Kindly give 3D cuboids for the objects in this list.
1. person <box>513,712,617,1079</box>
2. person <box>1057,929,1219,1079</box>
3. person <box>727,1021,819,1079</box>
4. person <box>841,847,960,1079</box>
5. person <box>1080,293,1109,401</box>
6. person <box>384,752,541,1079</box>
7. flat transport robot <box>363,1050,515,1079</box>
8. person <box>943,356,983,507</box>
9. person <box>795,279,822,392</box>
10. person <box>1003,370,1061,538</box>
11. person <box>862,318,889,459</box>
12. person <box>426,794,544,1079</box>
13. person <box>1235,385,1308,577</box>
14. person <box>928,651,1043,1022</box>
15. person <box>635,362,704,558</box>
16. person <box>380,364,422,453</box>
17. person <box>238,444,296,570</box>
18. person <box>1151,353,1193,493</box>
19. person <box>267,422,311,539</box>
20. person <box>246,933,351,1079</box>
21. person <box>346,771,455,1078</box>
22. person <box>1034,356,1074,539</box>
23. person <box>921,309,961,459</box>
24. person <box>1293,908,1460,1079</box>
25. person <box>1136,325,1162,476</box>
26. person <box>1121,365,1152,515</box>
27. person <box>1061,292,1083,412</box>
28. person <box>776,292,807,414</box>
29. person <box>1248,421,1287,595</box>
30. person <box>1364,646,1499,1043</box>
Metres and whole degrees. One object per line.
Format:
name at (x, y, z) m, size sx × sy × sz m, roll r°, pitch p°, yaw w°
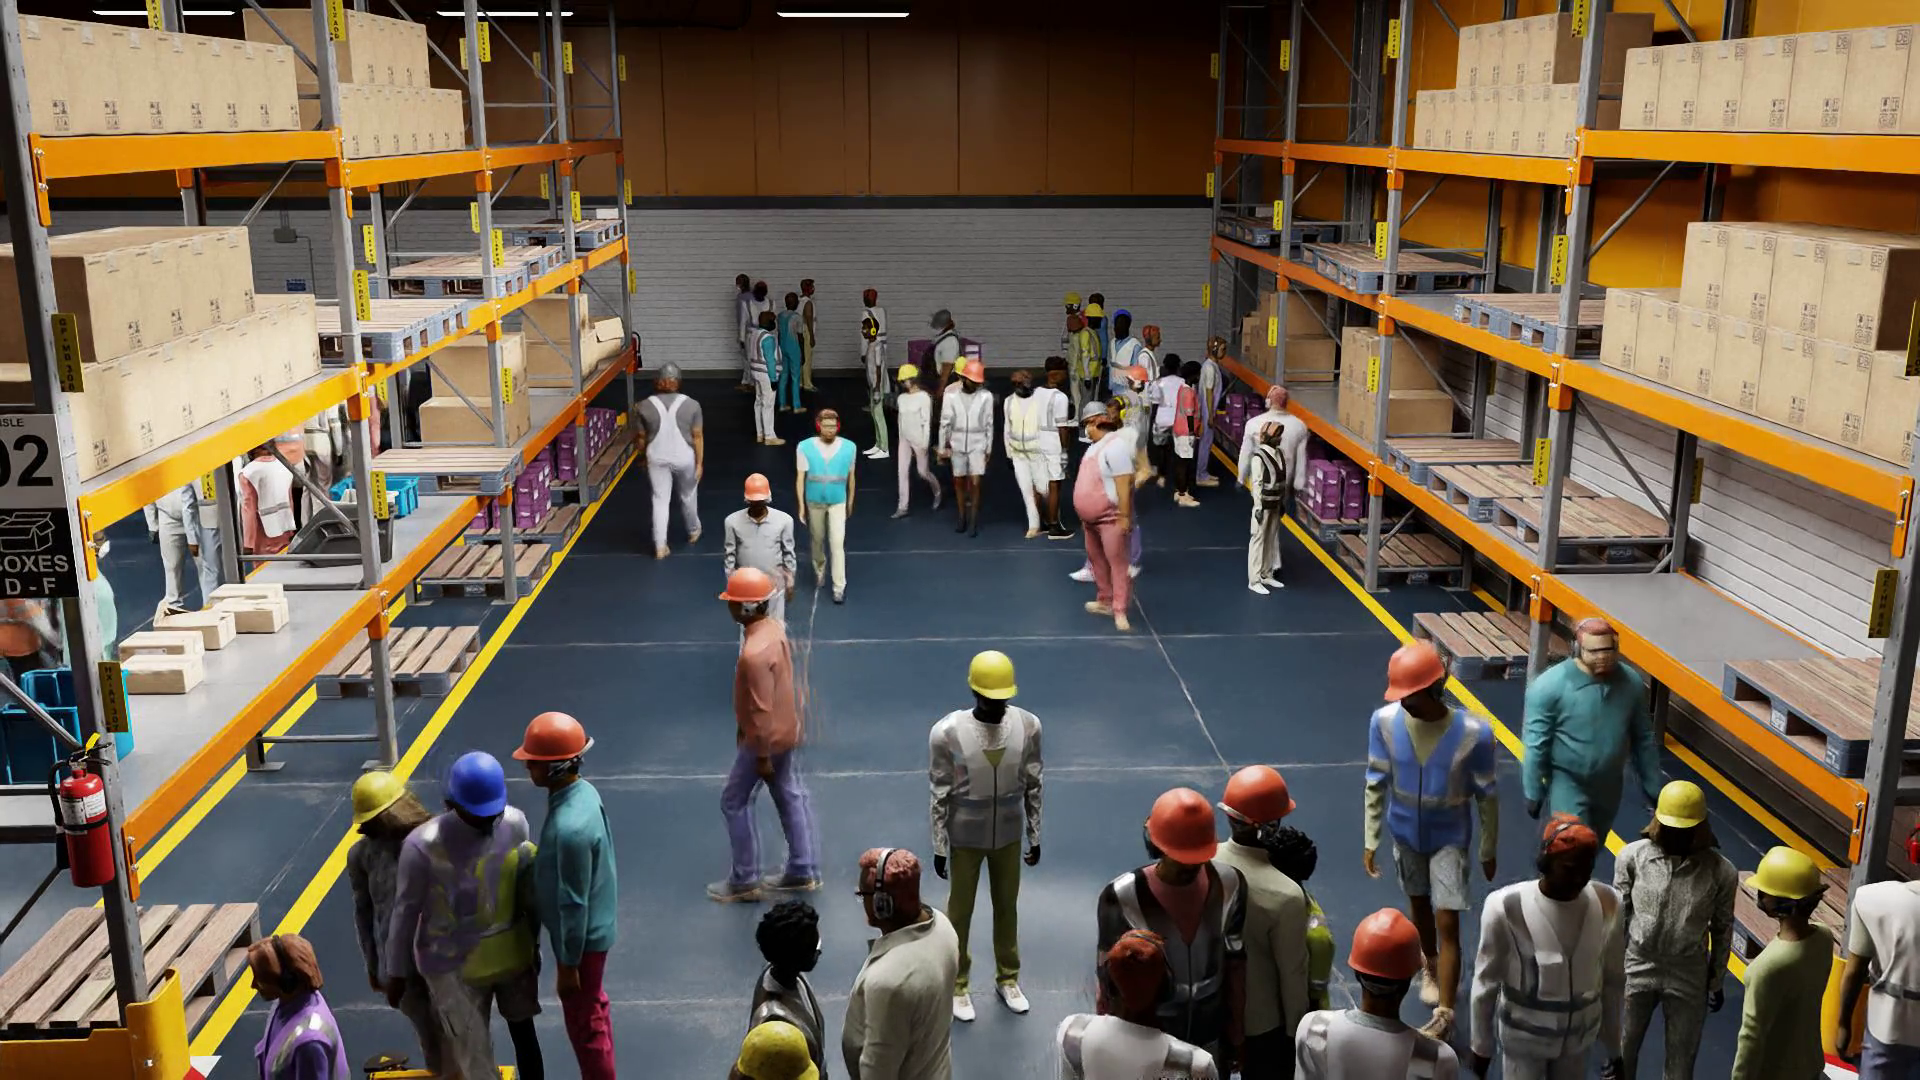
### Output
person at (-1.677, 1.693, 7.195) m, size 0.397 × 1.989 × 0.619 m, roll -3°, pitch 15°, yaw -12°
person at (0.611, 2.169, 5.541) m, size 0.595 × 1.873 × 0.417 m, roll 11°, pitch 18°, yaw 37°
person at (-0.582, 2.311, 5.260) m, size 0.320 × 1.738 × 0.483 m, roll 9°, pitch 17°, yaw 32°
person at (-0.229, 2.021, 6.087) m, size 0.401 × 1.894 × 0.656 m, roll 4°, pitch 15°, yaw 16°
person at (2.020, -2.827, 25.251) m, size 0.431 × 1.834 × 0.626 m, roll -9°, pitch 17°, yaw -33°
person at (-2.054, 1.779, 7.076) m, size 1.030 × 1.865 × 0.654 m, roll 10°, pitch 17°, yaw 35°
flat transport robot at (-2.336, 2.608, 7.011) m, size 0.652 × 0.197 × 1.431 m, roll -1°, pitch 14°, yaw -5°
person at (0.071, -1.258, 19.229) m, size 0.545 × 1.748 × 0.374 m, roll -7°, pitch 16°, yaw -27°
person at (-2.533, -3.351, 27.257) m, size 0.394 × 1.847 × 0.563 m, roll -6°, pitch 15°, yaw -22°
person at (0.769, -0.939, 17.877) m, size 0.654 × 1.803 × 0.546 m, roll 6°, pitch 15°, yaw 22°
person at (-1.128, -2.008, 21.975) m, size 0.329 × 1.861 × 0.506 m, roll -4°, pitch 15°, yaw -14°
person at (-2.042, 1.837, 7.191) m, size 0.540 × 1.696 × 0.317 m, roll -12°, pitch 18°, yaw -38°
person at (3.088, -0.598, 16.431) m, size 0.639 × 1.866 × 0.995 m, roll -3°, pitch 15°, yaw -13°
person at (0.138, 1.457, 8.248) m, size 0.587 × 1.920 × 0.397 m, roll -4°, pitch 15°, yaw -16°
person at (-2.986, -0.891, 17.216) m, size 0.696 × 2.000 × 1.032 m, roll -1°, pitch 14°, yaw -3°
person at (-7.602, -2.105, 22.342) m, size 0.557 × 1.882 × 1.020 m, roll 4°, pitch 15°, yaw 16°
person at (-5.875, -0.047, 14.173) m, size 0.401 × 1.909 × 0.599 m, roll 3°, pitch 15°, yaw 13°
person at (2.566, -1.400, 19.985) m, size 0.542 × 1.661 × 0.703 m, roll 0°, pitch 14°, yaw -1°
person at (-6.950, -0.848, 17.195) m, size 0.361 × 1.964 × 0.614 m, roll 3°, pitch 15°, yaw 13°
person at (-2.346, 2.170, 6.019) m, size 0.320 × 1.631 × 0.523 m, roll -8°, pitch 16°, yaw -29°
person at (-2.385, 1.798, 7.297) m, size 0.524 × 1.709 × 0.370 m, roll -2°, pitch 14°, yaw -6°
person at (0.973, -0.993, 17.778) m, size 0.385 × 1.958 × 0.608 m, roll -9°, pitch 17°, yaw -32°
person at (-0.250, -2.116, 22.027) m, size 0.534 × 2.000 × 0.772 m, roll -1°, pitch 14°, yaw -3°
person at (1.368, 2.142, 5.541) m, size 0.543 × 1.929 × 0.384 m, roll 9°, pitch 17°, yaw 31°
person at (2.365, -1.762, 20.950) m, size 0.362 × 1.882 × 0.576 m, roll 3°, pitch 15°, yaw 12°
person at (1.955, -1.100, 18.643) m, size 0.394 × 1.729 × 0.561 m, roll -3°, pitch 15°, yaw -12°
person at (1.745, -2.879, 25.455) m, size 0.403 × 1.824 × 0.593 m, roll -2°, pitch 14°, yaw -8°
person at (-2.565, -2.841, 25.294) m, size 0.503 × 1.837 × 0.350 m, roll 9°, pitch 17°, yaw 32°
person at (2.916, -0.317, 15.763) m, size 0.307 × 1.641 × 0.514 m, roll 11°, pitch 18°, yaw 36°
person at (2.273, 1.466, 8.113) m, size 0.630 × 1.966 × 0.926 m, roll 10°, pitch 17°, yaw 33°
